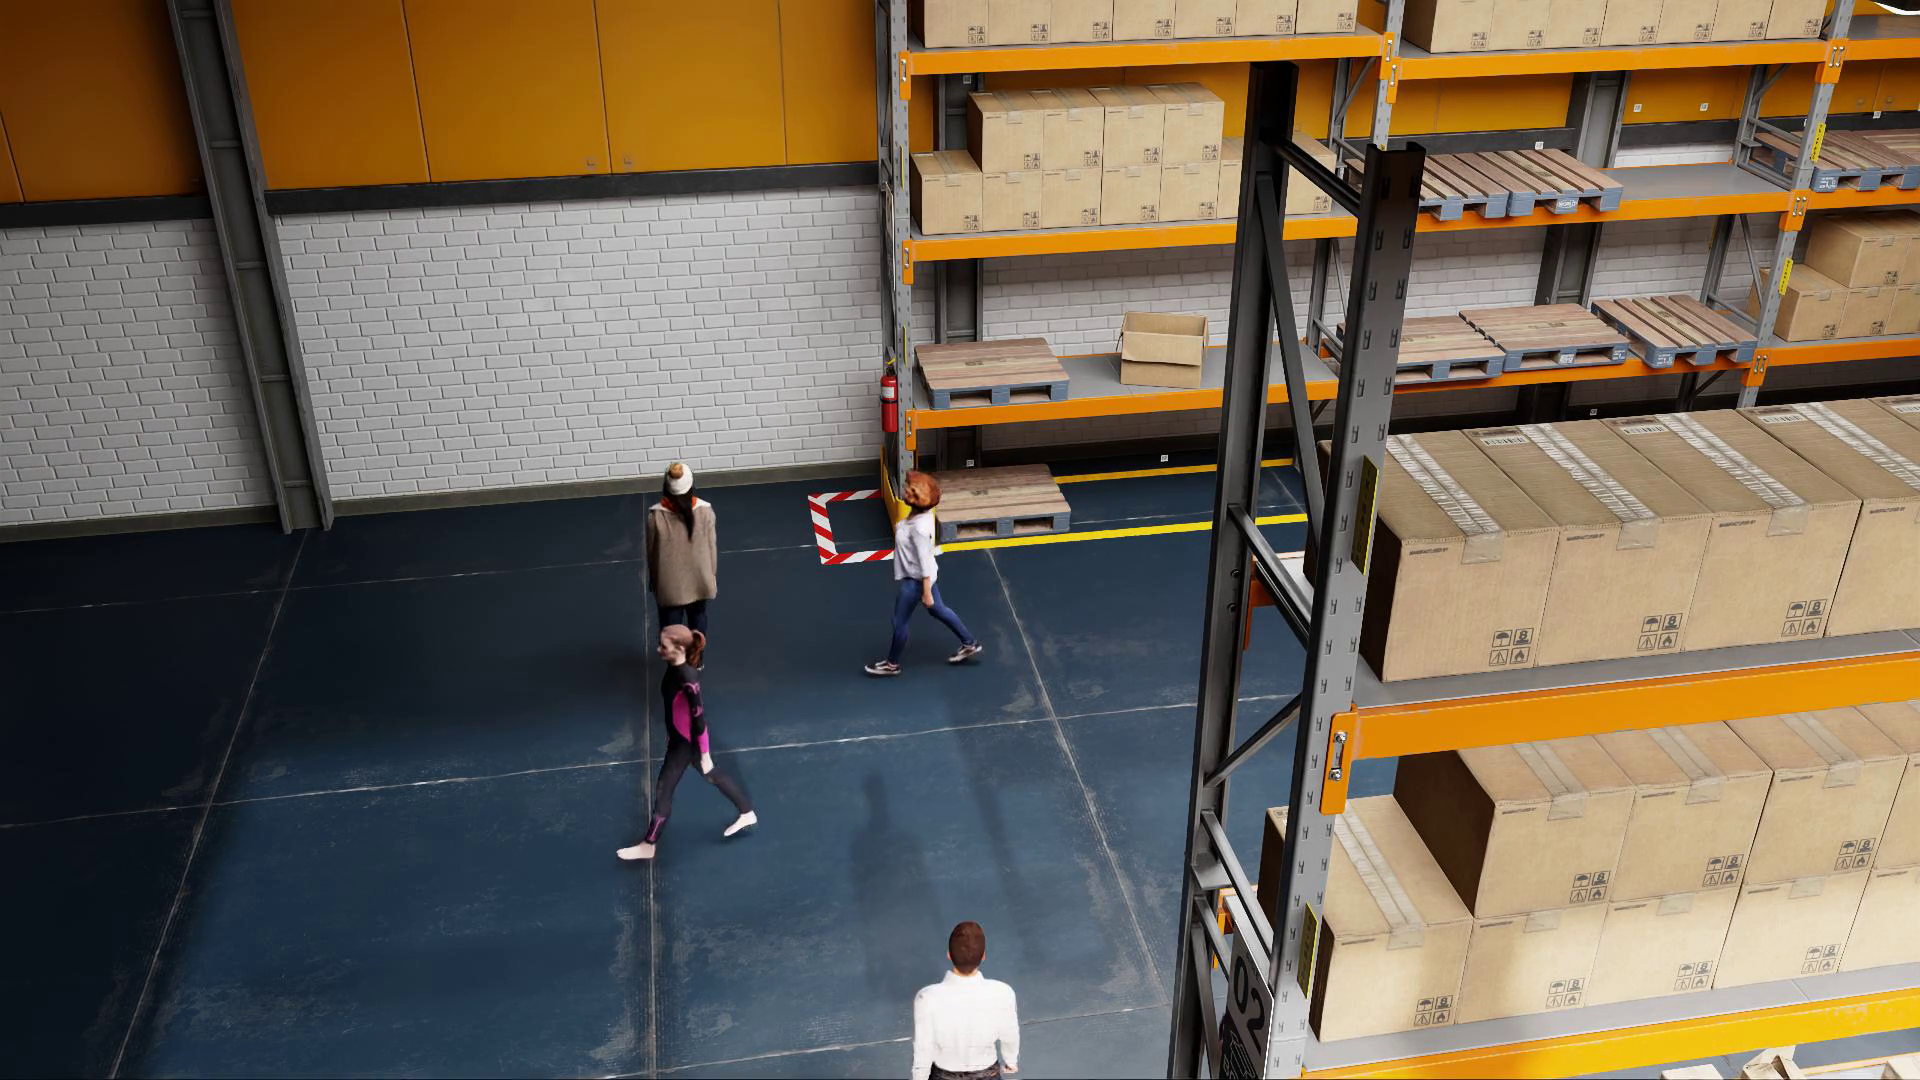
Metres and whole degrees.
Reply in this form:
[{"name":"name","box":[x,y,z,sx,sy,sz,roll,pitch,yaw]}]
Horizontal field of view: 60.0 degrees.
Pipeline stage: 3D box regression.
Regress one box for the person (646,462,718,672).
[{"name":"person","box":[-2.063,0.294,12.384,1.035,1.860,0.856,-9,30,-16]}]

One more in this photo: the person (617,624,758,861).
[{"name":"person","box":[-1.677,1.294,10.724,1.214,1.695,0.739,-11,30,-19]}]

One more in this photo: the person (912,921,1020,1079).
[{"name":"person","box":[0.029,2.694,8.008,1.056,1.838,0.845,-1,29,-2]}]

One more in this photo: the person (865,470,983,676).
[{"name":"person","box":[-0.202,0.268,12.619,1.182,1.680,0.784,0,29,0]}]
